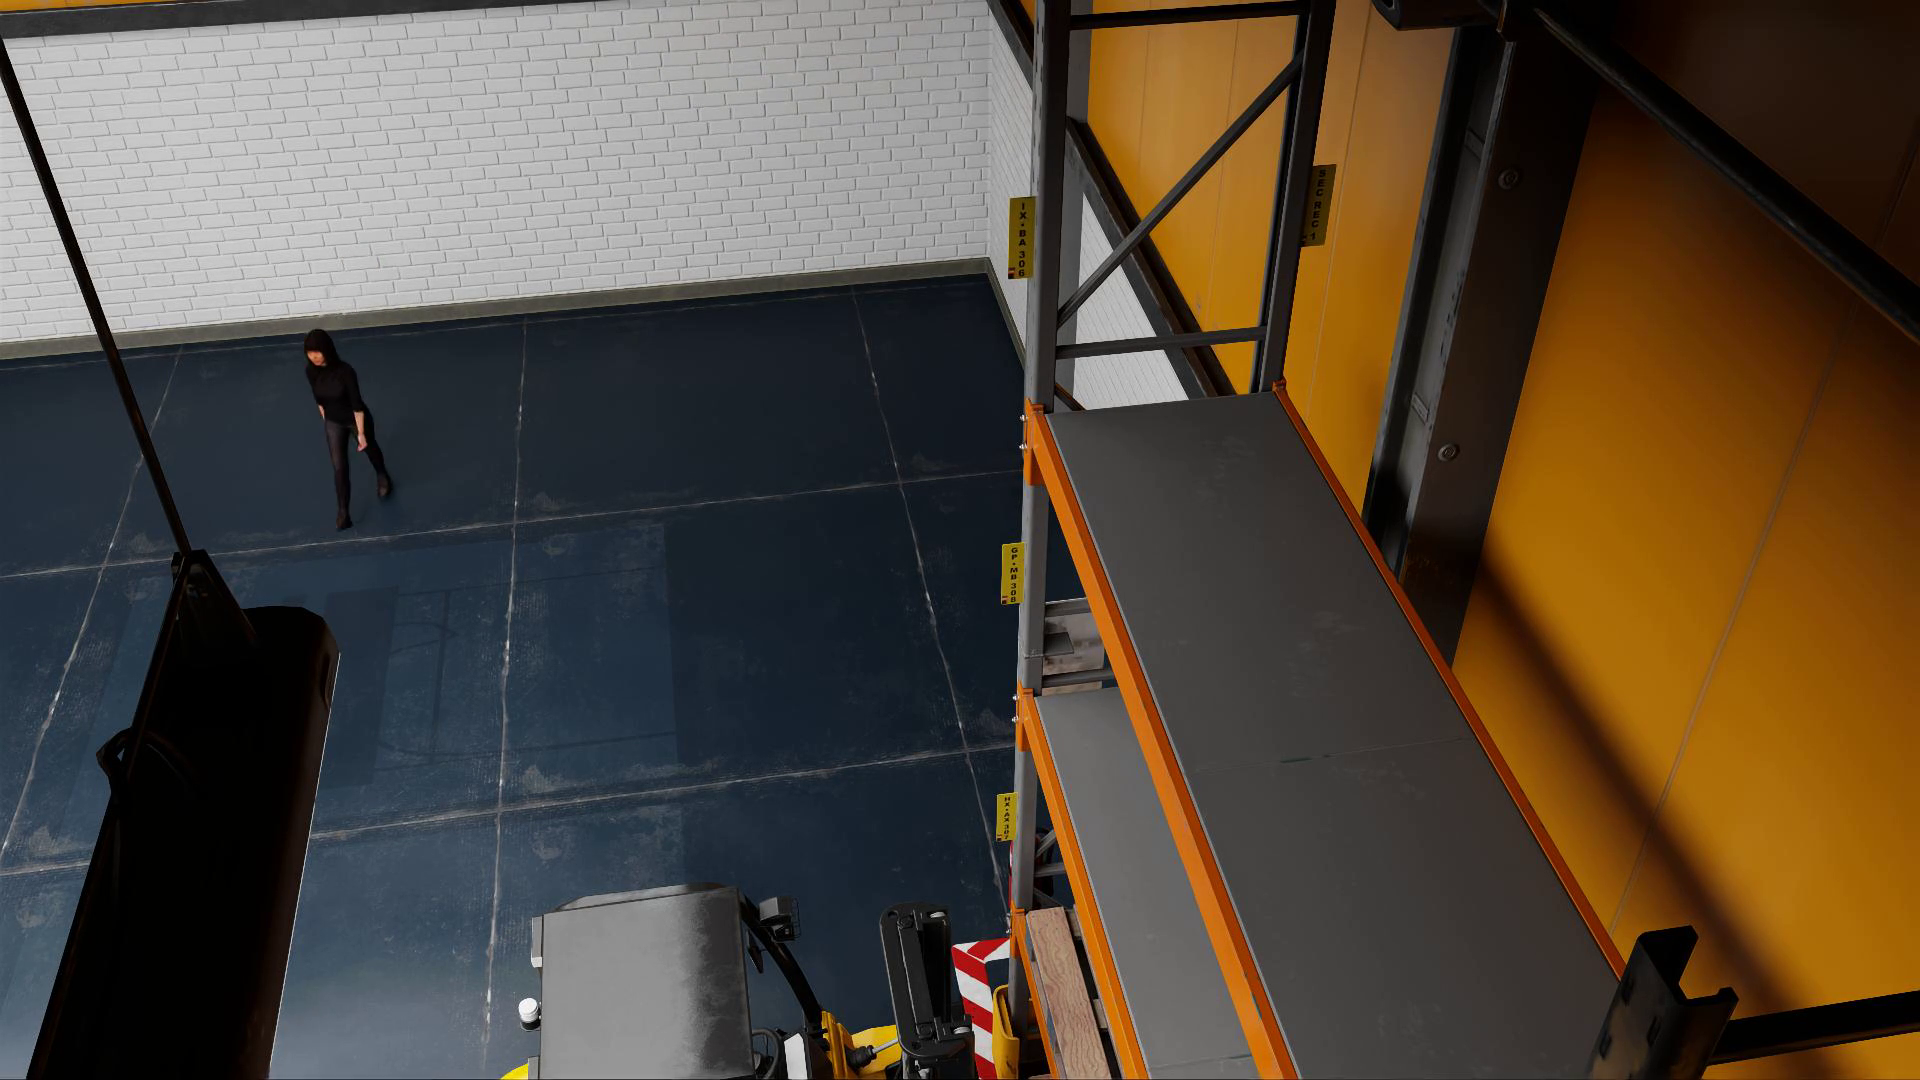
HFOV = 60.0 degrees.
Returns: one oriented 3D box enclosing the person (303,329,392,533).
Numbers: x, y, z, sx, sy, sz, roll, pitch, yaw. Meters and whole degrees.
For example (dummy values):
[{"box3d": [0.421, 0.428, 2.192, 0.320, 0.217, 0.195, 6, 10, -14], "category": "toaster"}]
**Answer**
[{"box3d": [-4.567, -0.923, 12.516, 0.710, 1.596, 1.120, 1, 39, 1], "category": "person"}]
